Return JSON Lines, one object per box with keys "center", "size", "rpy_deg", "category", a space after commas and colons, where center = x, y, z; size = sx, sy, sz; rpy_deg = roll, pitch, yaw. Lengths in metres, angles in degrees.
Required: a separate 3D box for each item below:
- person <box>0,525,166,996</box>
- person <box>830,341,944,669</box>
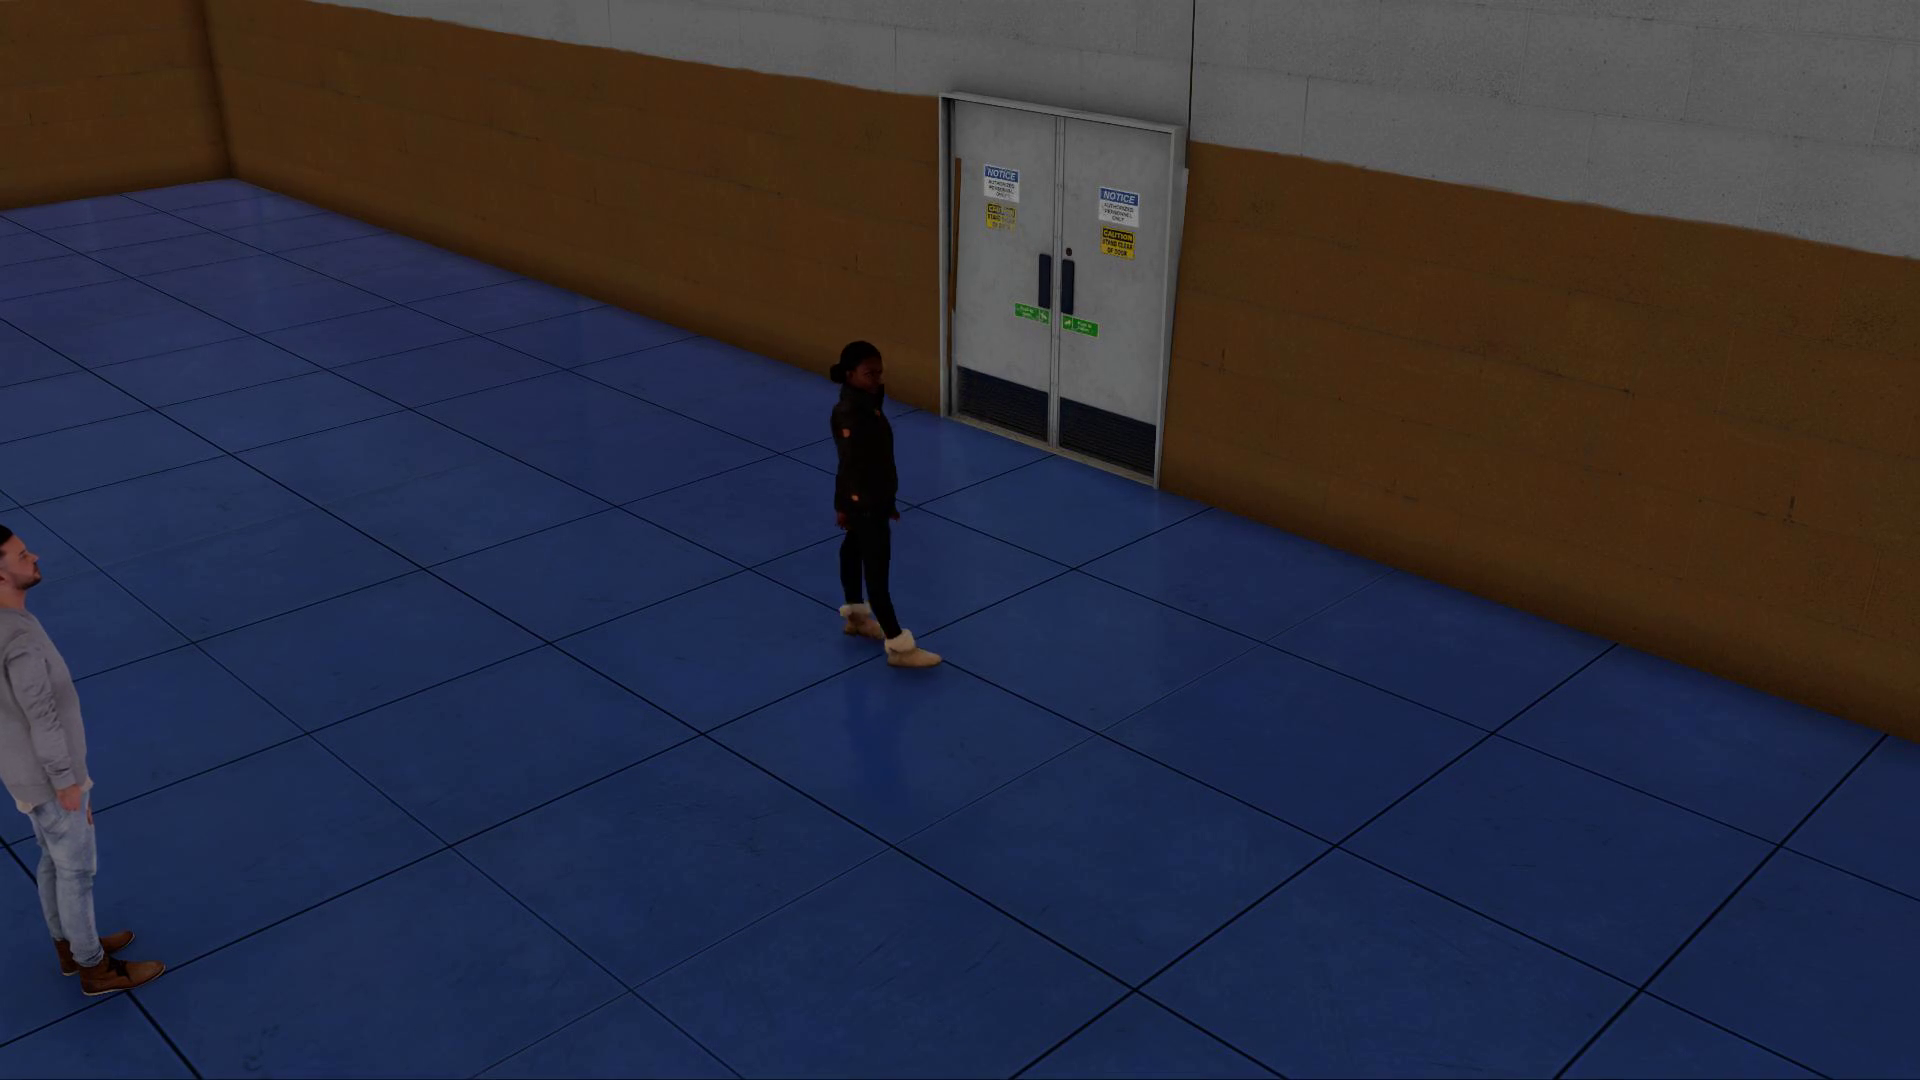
{"center": [-3.263, 0.789, 5.930], "size": [0.553, 1.840, 0.673], "rpy_deg": [-21, 31, -39], "category": "person"}
{"center": [-0.358, -0.146, 8.339], "size": [0.934, 1.621, 0.927], "rpy_deg": [-15, 28, -30], "category": "person"}
